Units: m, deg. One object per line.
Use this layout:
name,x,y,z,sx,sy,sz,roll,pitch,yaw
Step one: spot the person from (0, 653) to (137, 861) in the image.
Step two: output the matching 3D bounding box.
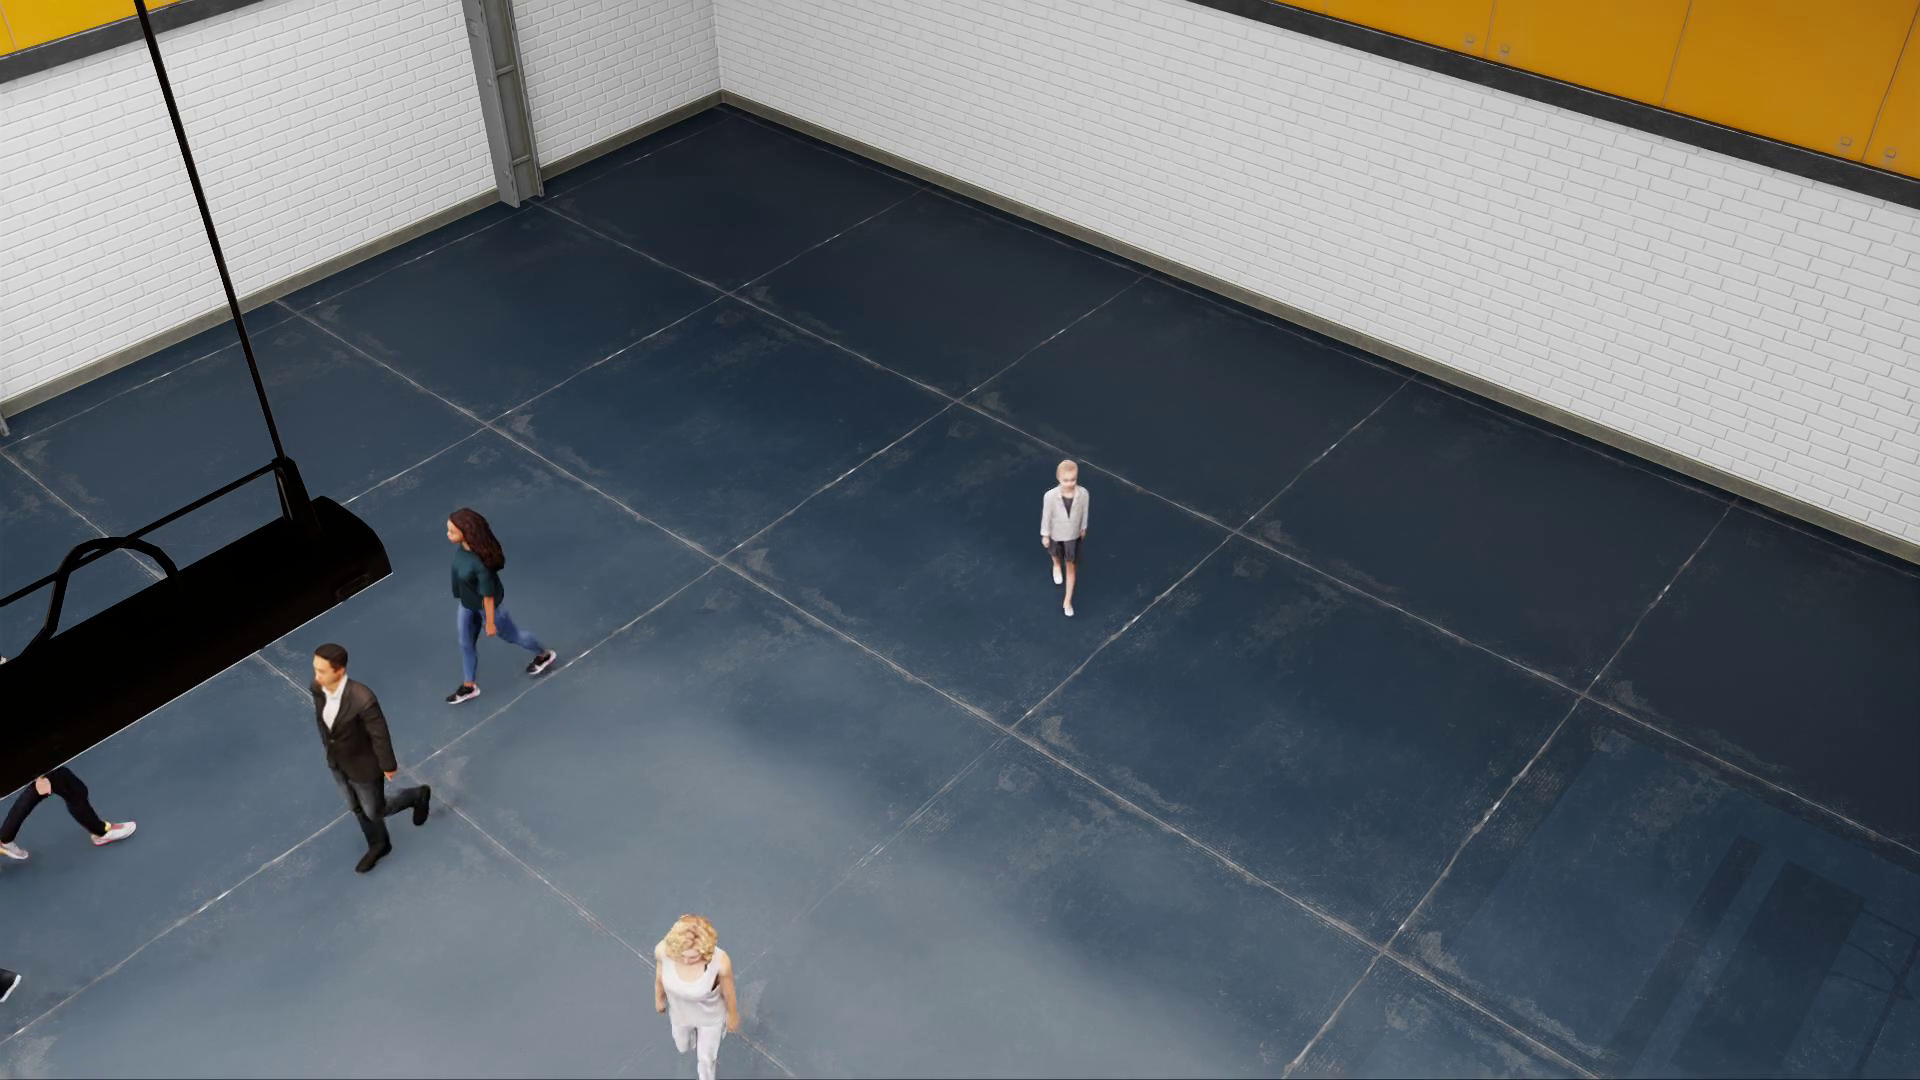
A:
person,-5.908,1.394,10.462,1.165,1.739,0.876,-20,43,-24

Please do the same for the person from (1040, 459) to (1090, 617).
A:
person,0.794,-0.099,12.727,0.852,1.245,0.947,0,39,0

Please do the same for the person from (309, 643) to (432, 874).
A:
person,-3.754,1.318,10.515,0.773,1.791,0.926,20,43,23

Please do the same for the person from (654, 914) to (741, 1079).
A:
person,-1.406,2.502,9.151,0.846,1.643,0.986,14,41,17

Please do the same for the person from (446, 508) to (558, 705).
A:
person,-3.283,0.441,11.786,1.133,1.576,0.768,-24,44,-27
